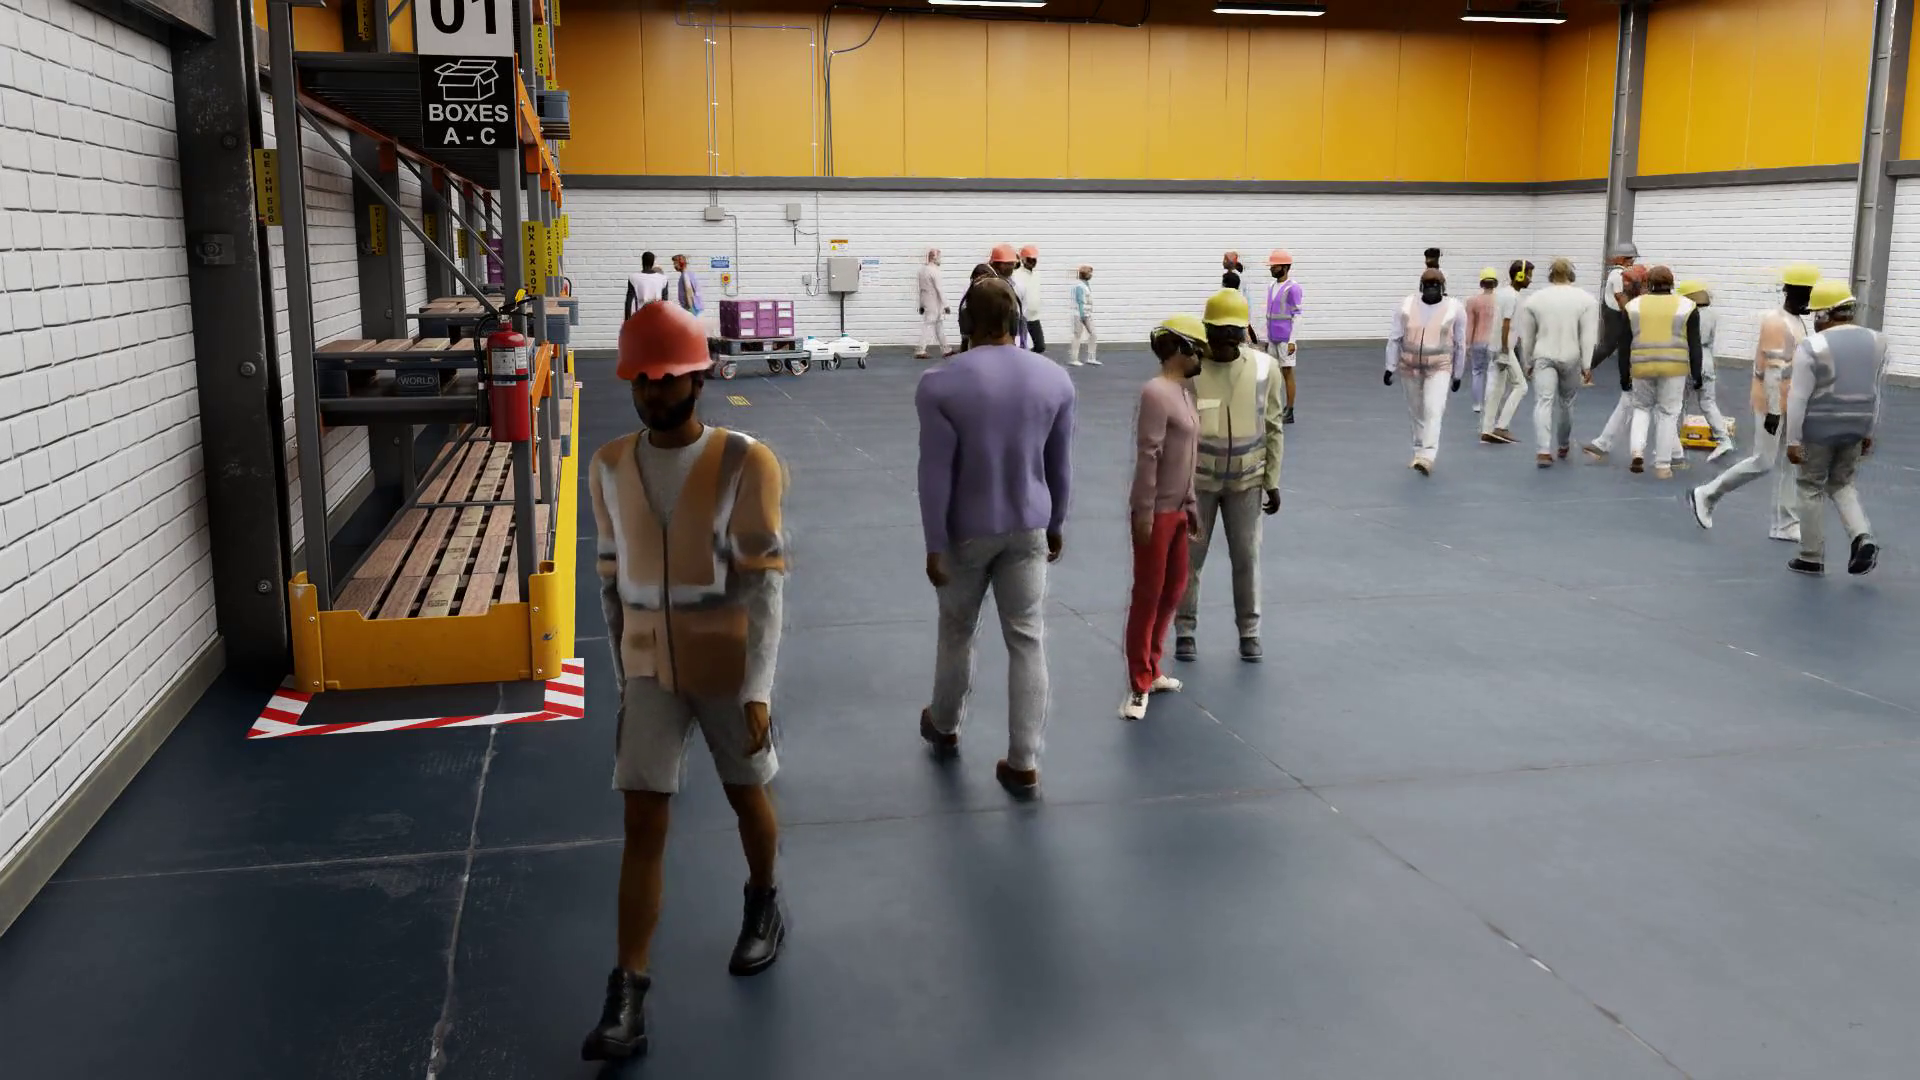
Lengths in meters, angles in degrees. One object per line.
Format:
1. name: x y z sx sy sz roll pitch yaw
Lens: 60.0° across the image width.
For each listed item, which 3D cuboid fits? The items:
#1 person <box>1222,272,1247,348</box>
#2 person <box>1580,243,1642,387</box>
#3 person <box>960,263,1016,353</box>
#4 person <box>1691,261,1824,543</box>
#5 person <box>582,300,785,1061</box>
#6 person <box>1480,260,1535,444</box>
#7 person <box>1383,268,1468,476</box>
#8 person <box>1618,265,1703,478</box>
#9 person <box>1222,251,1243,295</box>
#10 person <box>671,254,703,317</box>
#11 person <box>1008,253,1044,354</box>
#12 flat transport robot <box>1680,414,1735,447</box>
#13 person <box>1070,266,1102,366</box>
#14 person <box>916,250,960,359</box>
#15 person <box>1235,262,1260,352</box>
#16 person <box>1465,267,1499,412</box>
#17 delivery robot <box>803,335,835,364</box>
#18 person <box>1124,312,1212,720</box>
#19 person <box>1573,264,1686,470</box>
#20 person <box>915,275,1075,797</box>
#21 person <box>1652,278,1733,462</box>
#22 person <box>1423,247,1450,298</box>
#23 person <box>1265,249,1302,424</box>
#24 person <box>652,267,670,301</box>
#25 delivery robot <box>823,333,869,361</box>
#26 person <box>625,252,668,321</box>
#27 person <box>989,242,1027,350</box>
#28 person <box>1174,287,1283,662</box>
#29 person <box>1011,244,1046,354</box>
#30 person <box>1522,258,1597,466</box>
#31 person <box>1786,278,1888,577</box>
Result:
1. person: 3.362 -2.490 20.590 0.893 1.648 0.531 4 11 23
2. person: 9.015 -3.104 22.905 0.930 2.000 0.687 5 12 27
3. person: 0.256 -1.357 13.754 0.540 1.850 0.614 2 10 13
4. person: 5.501 -0.938 11.316 0.613 1.899 0.784 -9 14 -41
5. person: -0.707 0.334 4.311 0.561 1.885 1.019 2 10 12
6. person: 5.473 -1.867 16.614 0.519 1.835 0.558 1 10 5
7. person: 4.063 -1.472 14.567 0.643 1.787 0.976 6 12 29
8. person: 6.005 -1.433 14.268 0.666 1.823 0.447 6 12 32
9. person: 4.217 -3.503 25.596 0.554 1.866 0.598 1 10 7
10. person: -4.342 -3.642 26.512 0.486 1.809 0.614 -1 10 -5
11. person: 1.011 -4.019 28.620 0.901 1.802 0.654 -3 11 -15
12. flat transport robot: 7.433 -1.111 16.767 0.652 0.197 1.431 5 11 26
13. person: 2.059 -3.617 26.919 0.626 1.615 0.541 5 11 24
14. person: -0.368 -4.067 28.739 0.974 1.859 0.659 -4 11 -23
15. person: 5.029 -4.169 29.866 0.822 1.651 0.538 -1 10 -4
16. person: 6.153 -2.312 19.401 0.525 1.723 0.903 4 11 20
17. delivery robot: -2.308 -2.942 25.867 0.707 0.478 0.477 -5 11 -26
18. person: 0.868 -0.111 7.202 0.291 1.725 0.660 4 11 23
19. person: 6.080 -1.555 14.930 1.021 1.819 0.645 6 12 31
20. person: 0.111 -0.046 6.347 0.646 1.893 0.963 -3 11 -15
21. person: 6.832 -1.567 15.368 0.513 1.693 0.834 -4 11 -21
22. person: 7.592 -3.644 26.192 0.664 1.936 0.661 -1 10 -4
23. person: 3.554 -2.256 18.492 0.379 1.938 0.547 -5 11 -24
24. person: -4.638 -3.365 25.510 0.494 1.624 0.280 4 11 21
25. delivery robot: -1.813 -3.044 26.430 0.707 0.478 0.477 -2 10 -11
26. person: -4.567 -3.271 24.338 0.619 1.867 1.009 -6 12 -29
27. person: 0.382 -1.969 16.699 0.613 2.020 0.879 -7 13 -35
28. person: 1.252 -0.297 8.001 0.595 1.816 0.438 0 10 -3
29. person: 0.914 -3.008 22.537 0.615 1.980 0.425 -10 14 -43
30. person: 5.447 -1.626 15.185 0.637 1.870 1.083 5 11 24
31. person: 5.235 -0.650 9.947 0.603 1.808 0.510 -1 10 -7
